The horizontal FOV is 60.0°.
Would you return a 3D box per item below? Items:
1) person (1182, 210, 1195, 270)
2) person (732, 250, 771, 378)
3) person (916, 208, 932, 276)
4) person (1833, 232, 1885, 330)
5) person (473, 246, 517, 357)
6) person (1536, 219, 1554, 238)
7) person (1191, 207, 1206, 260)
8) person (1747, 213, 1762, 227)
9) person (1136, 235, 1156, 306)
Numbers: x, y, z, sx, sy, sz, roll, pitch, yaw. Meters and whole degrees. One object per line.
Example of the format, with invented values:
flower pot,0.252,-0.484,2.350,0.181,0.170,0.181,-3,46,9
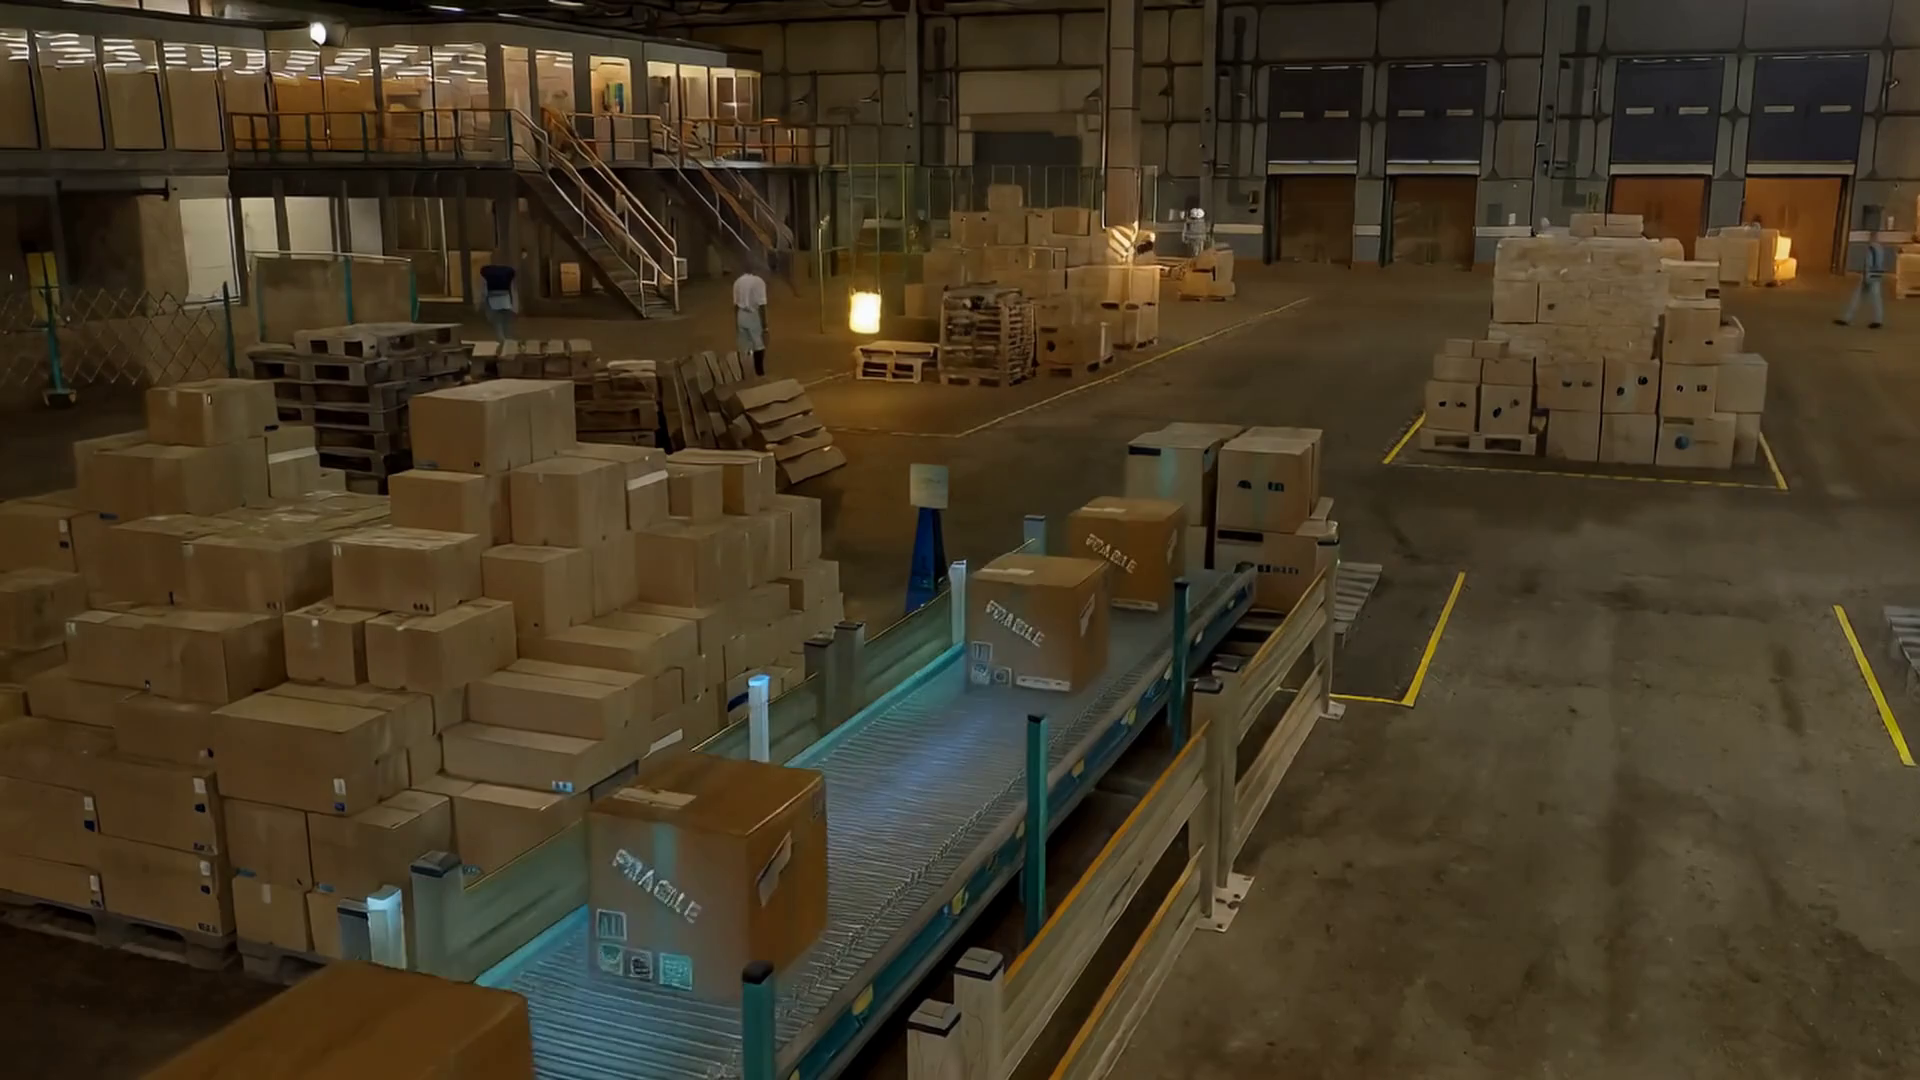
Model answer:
person,6.944,-9.058,50.236,0.627,1.806,0.859,-3,13,-13
person,-2.735,-2.826,21.939,0.605,1.962,0.373,11,17,41
person,-1.000,-8.543,47.665,0.629,1.925,0.558,-11,17,-42
person,17.309,-4.963,31.798,0.586,1.836,0.940,-6,14,-26
person,-6.977,-3.490,25.134,0.991,1.877,0.605,11,17,41
person,14.099,-6.844,40.290,0.512,1.823,0.980,-6,14,-25
person,6.840,-8.586,47.816,0.402,1.943,0.608,-3,13,-13
person,21.819,-8.067,45.721,0.429,1.842,0.631,2,13,9
person,3.665,-5.104,32.652,0.483,1.745,0.304,-8,15,-33
